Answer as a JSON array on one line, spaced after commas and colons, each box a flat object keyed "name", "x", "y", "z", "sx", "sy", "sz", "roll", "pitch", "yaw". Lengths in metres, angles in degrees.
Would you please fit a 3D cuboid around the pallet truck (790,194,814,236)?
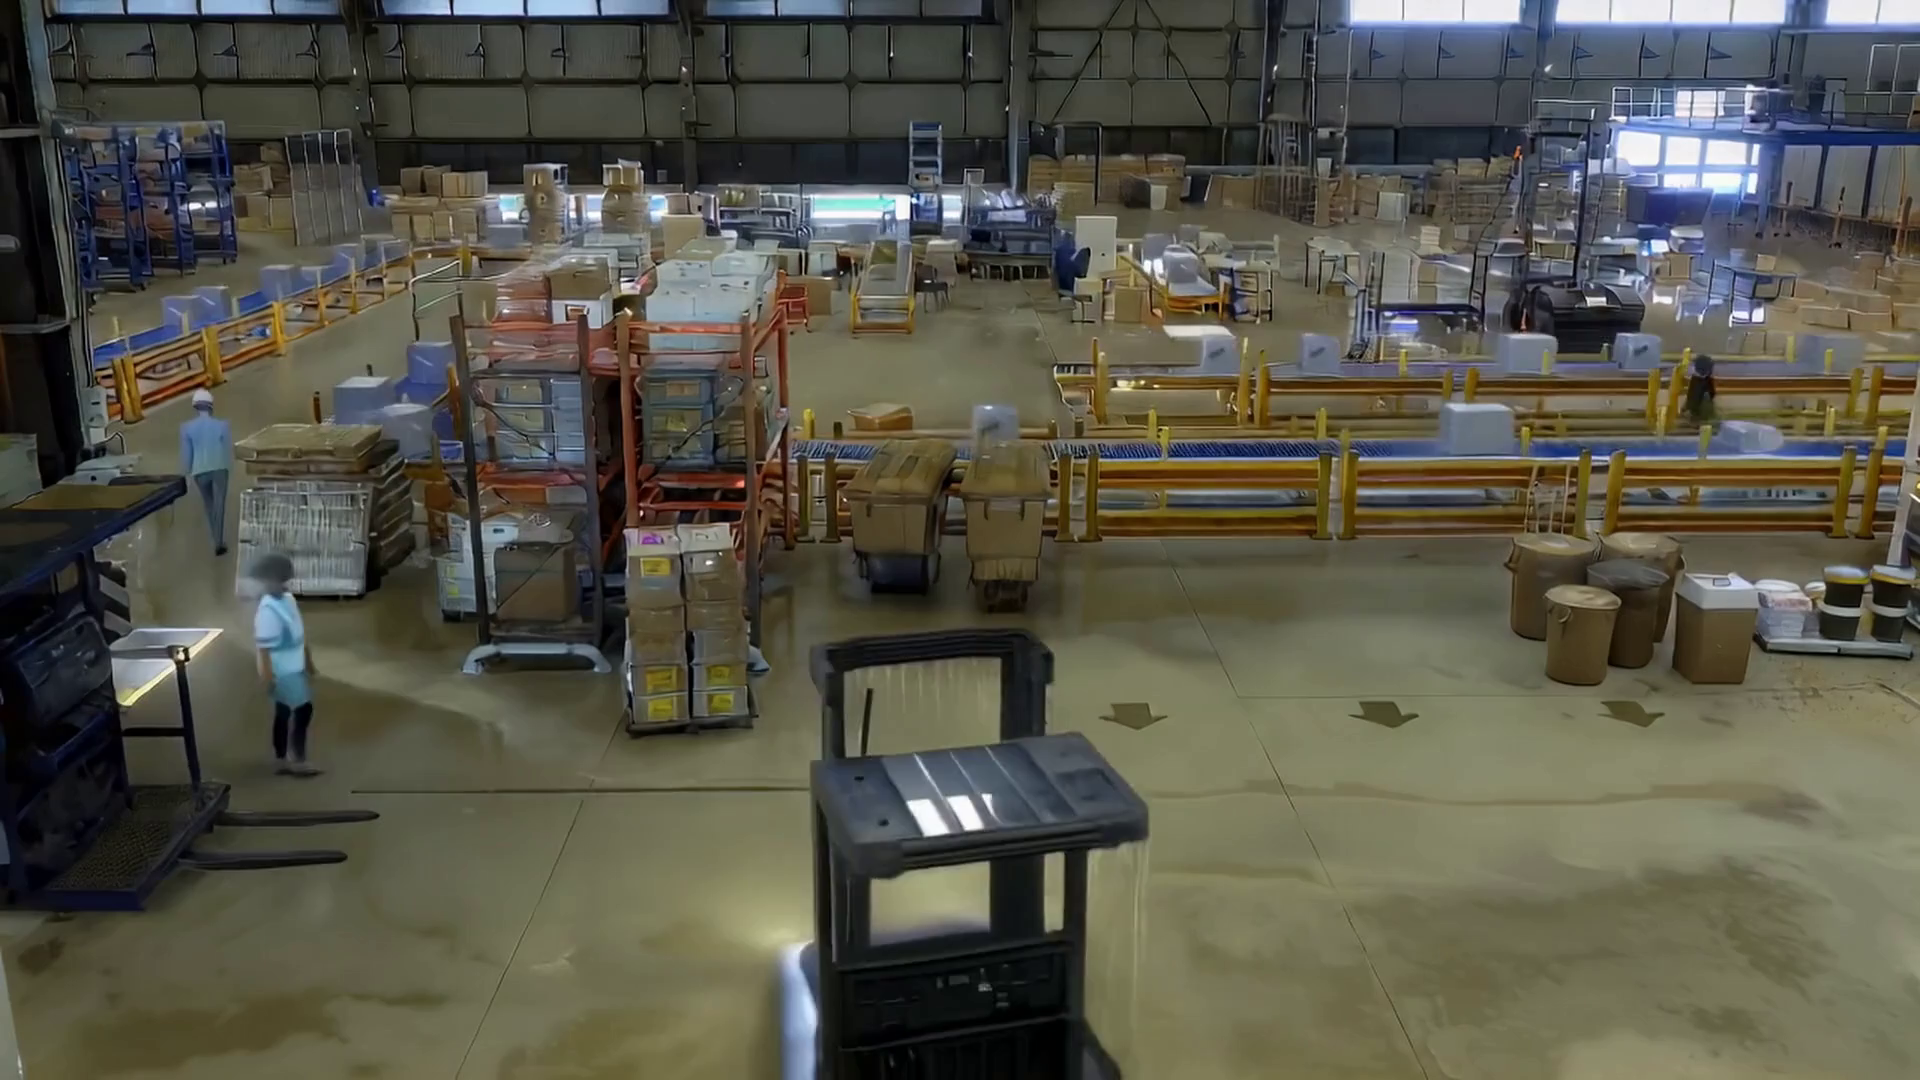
[{"name": "pallet truck", "x": -4.814, "y": -9.883, "z": 50.259, "sx": 0.704, "sy": 1.261, "sz": 1.522, "roll": -1, "pitch": 16, "yaw": -3}]

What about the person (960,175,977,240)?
[{"name": "person", "x": 0.246, "y": -9.617, "z": 48.236, "sx": 0.407, "sy": 1.910, "sz": 0.639, "roll": -11, "pitch": 19, "yaw": -33}]

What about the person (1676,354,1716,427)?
[{"name": "person", "x": 9.037, "y": -1.500, "z": 20.580, "sx": 0.800, "sy": 1.595, "sz": 0.522, "roll": 0, "pitch": 16, "yaw": -2}]

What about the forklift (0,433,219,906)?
[{"name": "forklift", "x": -5.952, "y": 0.780, "z": 10.366, "sx": 1.873, "sy": 2.768, "sz": 1.129, "roll": 0, "pitch": 16, "yaw": -1}]

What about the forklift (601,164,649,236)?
[{"name": "forklift", "x": -9.948, "y": -10.127, "z": 49.296, "sx": 1.157, "sy": 1.987, "sz": 2.680, "roll": -1, "pitch": 16, "yaw": -3}]

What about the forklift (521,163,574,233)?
[{"name": "forklift", "x": -12.233, "y": -10.122, "z": 49.298, "sx": 1.157, "sy": 1.987, "sz": 2.680, "roll": 0, "pitch": 16, "yaw": -1}]

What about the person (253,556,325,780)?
[{"name": "person", "x": -4.796, "y": 0.922, "z": 11.991, "sx": 0.526, "sy": 1.676, "sz": 0.557, "roll": -1, "pitch": 16, "yaw": -4}]

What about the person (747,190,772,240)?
[{"name": "person", "x": -4.905, "y": -7.540, "z": 40.776, "sx": 0.609, "sy": 2.043, "sz": 0.376, "roll": -1, "pitch": 16, "yaw": -5}]

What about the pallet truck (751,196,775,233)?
[{"name": "pallet truck", "x": -6.051, "y": -9.967, "z": 50.660, "sx": 0.680, "sy": 1.201, "sz": 1.601, "roll": 0, "pitch": 16, "yaw": -1}]

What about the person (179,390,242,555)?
[{"name": "person", "x": -7.970, "y": -0.745, "z": 17.744, "sx": 0.543, "sy": 1.714, "sz": 0.923, "roll": -3, "pitch": 16, "yaw": -11}]

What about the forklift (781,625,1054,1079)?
[{"name": "forklift", "x": -0.119, "y": 1.755, "z": 6.977, "sx": 1.129, "sy": 2.768, "sz": 1.873, "roll": -4, "pitch": 17, "yaw": -15}]

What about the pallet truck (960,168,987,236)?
[{"name": "pallet truck", "x": 0.383, "y": -10.230, "z": 50.206, "sx": 0.823, "sy": 1.965, "sz": 1.885, "roll": -1, "pitch": 16, "yaw": -3}]

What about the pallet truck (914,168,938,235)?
[{"name": "pallet truck", "x": -0.989, "y": -10.316, "z": 50.507, "sx": 0.823, "sy": 1.965, "sz": 1.885, "roll": 1, "pitch": 16, "yaw": 3}]

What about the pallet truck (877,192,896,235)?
[{"name": "pallet truck", "x": -2.277, "y": -9.986, "z": 50.594, "sx": 0.653, "sy": 1.274, "sz": 1.630, "roll": 0, "pitch": 16, "yaw": -1}]
